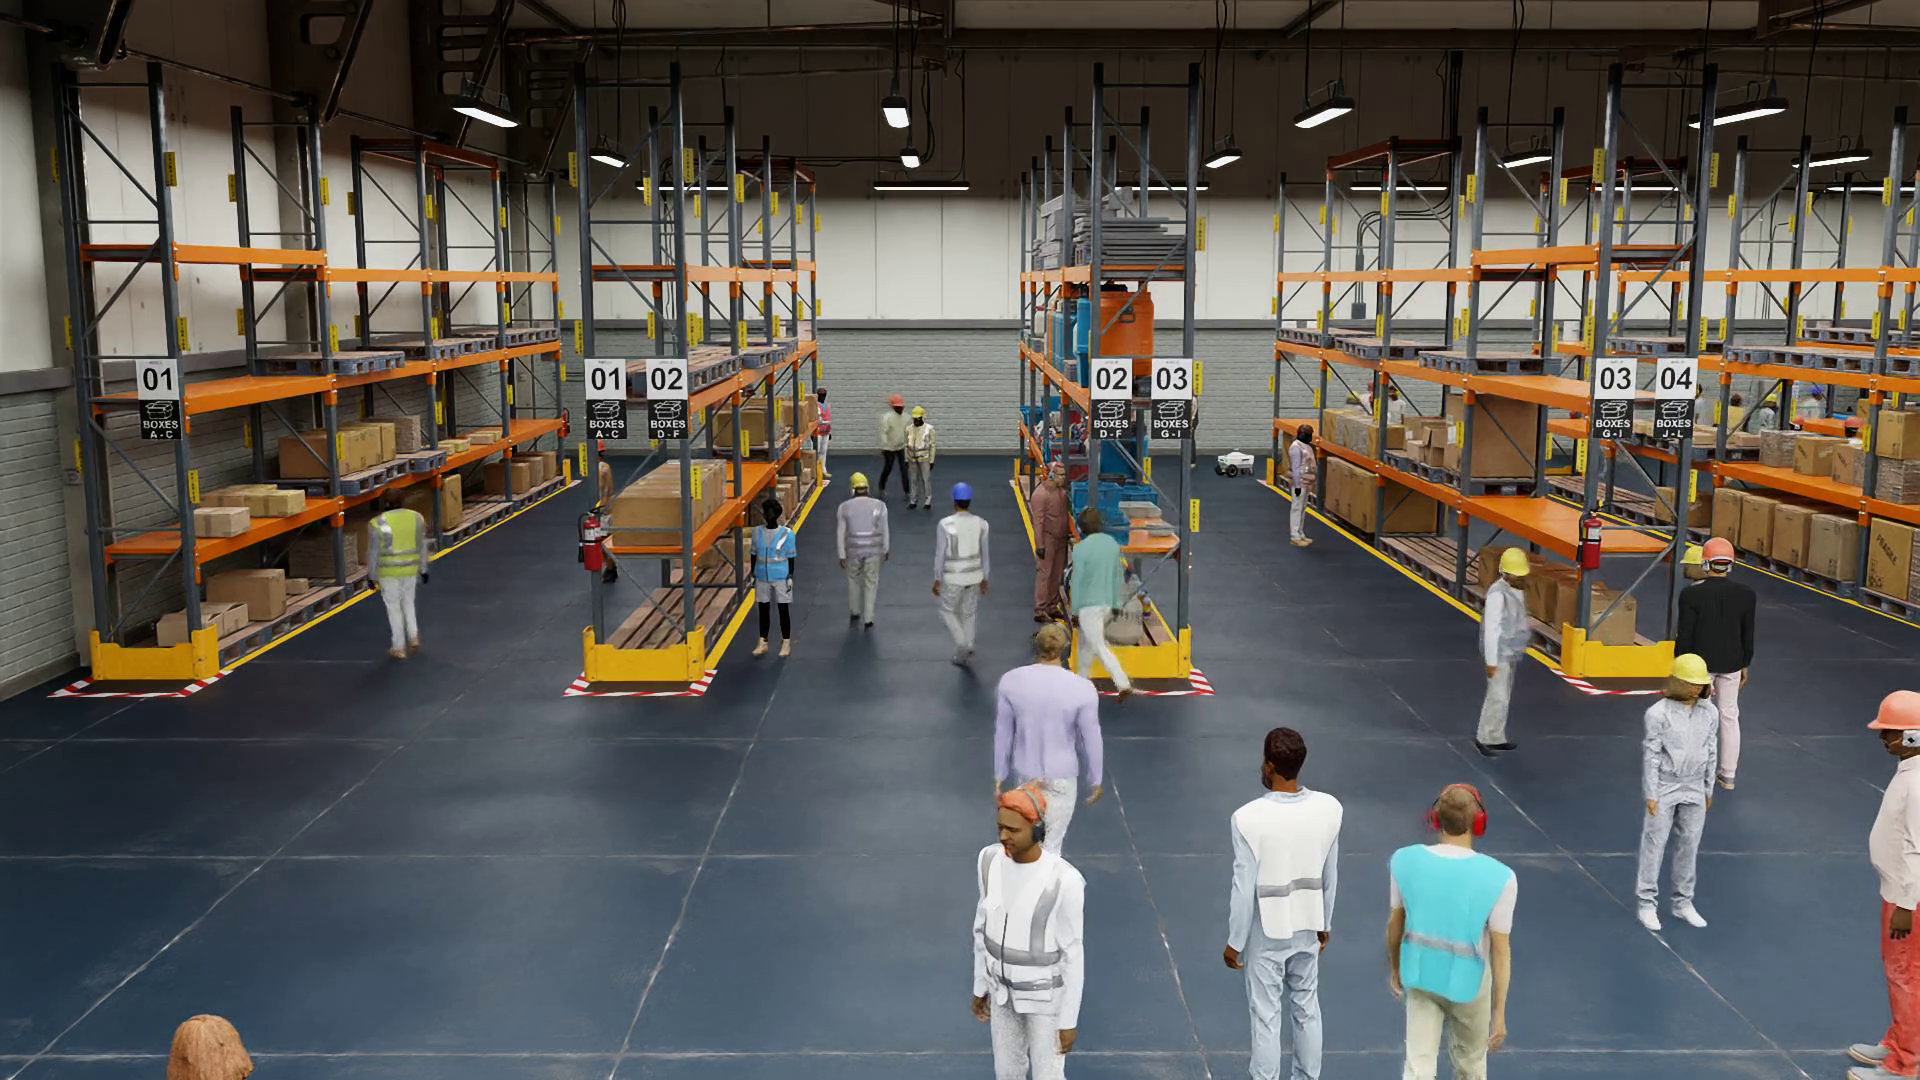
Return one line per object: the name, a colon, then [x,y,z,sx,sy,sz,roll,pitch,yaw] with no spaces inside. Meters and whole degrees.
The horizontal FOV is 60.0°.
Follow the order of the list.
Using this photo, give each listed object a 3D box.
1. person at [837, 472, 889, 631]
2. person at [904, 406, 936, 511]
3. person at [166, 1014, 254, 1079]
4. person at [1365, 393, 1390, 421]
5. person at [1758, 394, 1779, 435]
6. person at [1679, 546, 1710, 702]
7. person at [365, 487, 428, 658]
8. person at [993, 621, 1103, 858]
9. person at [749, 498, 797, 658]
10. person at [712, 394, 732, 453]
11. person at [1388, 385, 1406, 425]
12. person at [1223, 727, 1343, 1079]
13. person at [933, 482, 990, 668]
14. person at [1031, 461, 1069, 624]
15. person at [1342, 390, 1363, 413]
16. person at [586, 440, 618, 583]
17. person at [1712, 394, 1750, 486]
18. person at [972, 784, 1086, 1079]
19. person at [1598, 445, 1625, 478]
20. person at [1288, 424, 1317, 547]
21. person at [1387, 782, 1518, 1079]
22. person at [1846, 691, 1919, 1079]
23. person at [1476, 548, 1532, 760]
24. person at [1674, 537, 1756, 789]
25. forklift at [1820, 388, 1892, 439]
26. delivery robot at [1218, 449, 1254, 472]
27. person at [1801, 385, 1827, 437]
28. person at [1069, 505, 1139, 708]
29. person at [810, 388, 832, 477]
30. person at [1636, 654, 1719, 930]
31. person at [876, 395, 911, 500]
person: [-1.115,0.114,19.183,0.600,1.791,0.852,-1,9,-3]
person: [-0.711,-1.418,28.976,0.598,1.824,0.403,4,10,25]
person: [-2.390,2.340,5.444,0.294,1.627,0.500,7,11,39]
person: [7.723,-1.785,31.004,0.550,1.928,0.388,0,9,2]
person: [16.300,-2.088,33.572,0.317,1.733,0.491,0,9,0]
person: [6.273,0.913,14.231,0.317,1.741,0.493,6,11,35]
person: [-5.962,0.344,17.602,0.657,1.829,0.449,-9,12,-44]
person: [0.595,1.430,10.345,0.661,1.909,0.853,4,10,23]
person: [-1.992,0.401,17.658,0.535,1.699,0.318,3,9,17]
person: [-5.036,-2.512,35.448,0.622,1.994,0.381,5,10,28]
person: [8.972,-2.274,34.389,0.341,1.855,0.517,-7,12,-40]
person: [1.514,1.820,7.819,0.592,1.922,0.392,-4,10,-26]
person: [0.030,0.378,17.044,0.633,1.932,0.487,-5,10,-29]
person: [1.089,0.023,19.481,0.401,1.894,0.654,6,11,33]
person: [8.170,-2.248,34.631,0.490,1.732,0.465,-1,9,-8]
person: [-4.787,-0.394,22.070,0.408,1.928,0.543,-1,9,-4]
person: [15.123,-1.967,32.627,0.629,1.792,0.978,1,9,9]
person: [0.283,1.953,7.116,0.581,1.879,0.345,8,12,43]
person: [13.278,-2.229,33.862,0.622,1.931,0.616,-2,9,-12]
person: [5.179,-0.833,25.149,0.429,1.842,0.626,4,10,25]
person: [2.176,1.951,7.384,0.583,1.786,0.984,6,10,32]
person: [4.673,1.725,8.258,0.411,1.979,0.628,4,10,24]
person: [4.562,0.938,13.880,0.408,1.810,0.722,6,11,34]
person: [5.894,0.970,13.046,0.613,1.995,0.391,0,9,1]
forklift: [20.072,-3.110,36.462,1.873,2.768,1.129,0,9,0]
delivery robot: [5.654,-1.621,34.034,0.707,0.478,0.477,-4,9,-23]
person: [17.108,-2.159,33.402,0.438,1.918,0.643,0,9,3]
person: [1.316,0.617,15.666,0.967,1.902,0.631,7,11,39]
person: [-2.822,-2.163,33.715,0.430,1.839,0.619,6,11,34]
person: [4.421,1.540,10.219,0.493,1.734,0.333,-2,9,-10]
person: [-1.192,-1.712,30.519,0.660,1.944,1.020,-5,10,-28]
